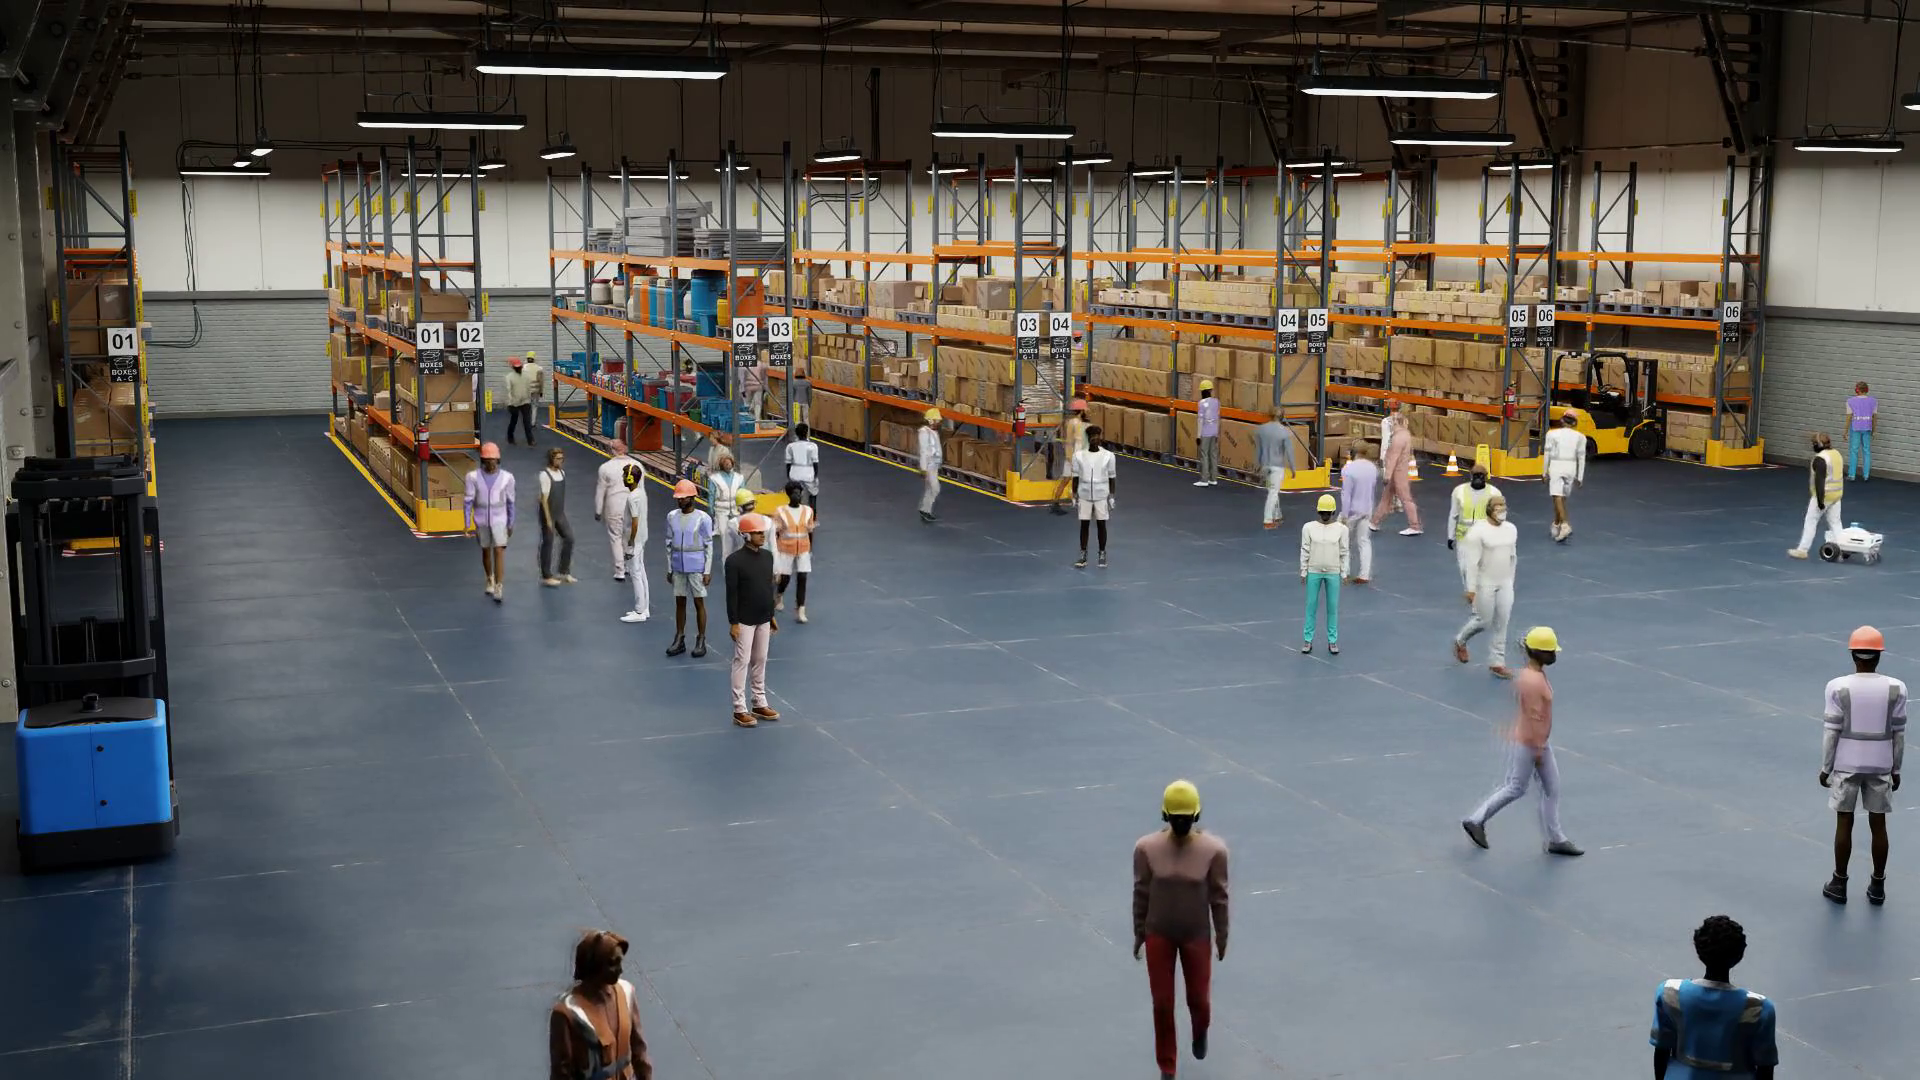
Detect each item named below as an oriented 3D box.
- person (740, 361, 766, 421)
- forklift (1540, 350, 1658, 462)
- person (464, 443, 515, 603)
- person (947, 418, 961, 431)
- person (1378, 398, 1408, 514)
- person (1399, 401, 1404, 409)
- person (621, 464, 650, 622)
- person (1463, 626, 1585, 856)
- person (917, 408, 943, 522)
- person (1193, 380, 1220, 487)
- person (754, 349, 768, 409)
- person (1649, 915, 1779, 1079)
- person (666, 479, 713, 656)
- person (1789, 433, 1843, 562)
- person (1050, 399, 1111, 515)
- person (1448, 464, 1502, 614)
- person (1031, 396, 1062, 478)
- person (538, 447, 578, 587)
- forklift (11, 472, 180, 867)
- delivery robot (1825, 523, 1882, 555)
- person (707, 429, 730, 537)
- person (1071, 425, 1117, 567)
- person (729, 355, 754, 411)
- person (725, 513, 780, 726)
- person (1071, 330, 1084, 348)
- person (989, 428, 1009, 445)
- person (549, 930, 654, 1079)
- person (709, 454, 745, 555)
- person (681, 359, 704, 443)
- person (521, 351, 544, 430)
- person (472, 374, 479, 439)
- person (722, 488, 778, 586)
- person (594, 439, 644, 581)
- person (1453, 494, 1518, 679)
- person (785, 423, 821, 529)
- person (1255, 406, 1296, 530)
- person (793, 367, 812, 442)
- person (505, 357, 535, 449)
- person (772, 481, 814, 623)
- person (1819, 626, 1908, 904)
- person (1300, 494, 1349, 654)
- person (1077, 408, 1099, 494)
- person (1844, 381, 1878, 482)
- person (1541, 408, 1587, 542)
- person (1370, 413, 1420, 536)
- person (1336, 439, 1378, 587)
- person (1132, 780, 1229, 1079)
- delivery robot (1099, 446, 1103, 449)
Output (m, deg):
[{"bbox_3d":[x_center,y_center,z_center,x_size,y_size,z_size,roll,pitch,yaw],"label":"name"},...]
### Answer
[{"bbox_3d":[-4.819,-3.504,48.668,0.632,1.803,0.917,-2,9,-15],"label":"person"},{"bbox_3d":[12.897,-2.725,42.309,2.313,2.155,1.214,-3,9,-21],"label":"forklift"},{"bbox_3d":[-5.903,-0.239,26.331,0.621,1.989,1.097,-1,9,-8],"label":"person"},{"bbox_3d":[-0.138,-3.048,45.409,0.588,1.864,0.635,-1,9,-5],"label":"person"},{"bbox_3d":[7.073,-1.379,34.223,0.584,1.882,0.337,-6,10,-35],"label":"person"},{"bbox_3d":[10.080,-3.422,48.347,0.483,1.737,0.320,8,11,41],"label":"person"},{"bbox_3d":[-3.874,0.029,24.884,0.314,1.869,0.535,1,9,6],"label":"person"},{"bbox_3d":[4.220,1.486,15.629,0.842,1.731,0.534,3,9,21],"label":"person"},{"bbox_3d":[-0.453,-1.179,33.108,0.429,1.811,0.620,2,9,16],"label":"person"},{"bbox_3d":[4.444,-1.924,37.755,0.401,1.917,0.593,8,11,41],"label":"person"},{"bbox_3d":[-4.943,-4.082,52.012,0.601,1.961,0.944,4,9,24],"label":"person"},{"bbox_3d":[3.293,2.470,9.173,0.539,1.700,0.317,5,10,29],"label":"person"},{"bbox_3d":[-2.966,0.300,22.848,0.546,1.939,0.375,3,9,20],"label":"person"},{"bbox_3d":[12.087,-0.607,29.375,0.637,1.807,0.666,-6,11,-37],"label":"person"},{"bbox_3d":[1.927,-1.341,33.992,1.036,1.882,0.546,-3,9,-20],"label":"person"},{"bbox_3d":[6.306,-0.050,25.608,0.625,1.814,0.827,3,9,22],"label":"person"},{"bbox_3d":[1.611,-2.127,39.058,0.601,1.925,0.412,3,9,19],"label":"person"},{"bbox_3d":[-5.236,-0.295,27.172,0.586,1.823,0.521,5,10,28],"label":"person"},{"bbox_3d":[-6.630,0.886,15.957,1.129,2.768,1.873,-3,9,-21],"label":"forklift"},{"bbox_3d":[12.491,0.000,29.269,0.477,0.478,0.707,-8,12,-43],"label":"delivery robot"},{"bbox_3d":[-3.594,-0.872,31.671,0.464,1.623,0.538,-7,11,-41],"label":"person"},{"bbox_3d":[1.858,-0.596,28.836,0.652,1.975,0.532,2,9,11],"label":"person"},{"bbox_3d":[-5.615,-4.158,52.740,0.887,1.891,0.595,0,9,-2],"label":"person"},{"bbox_3d":[-1.958,0.734,19.758,0.373,1.997,0.619,6,11,36],"label":"person"},{"bbox_3d":[3.110,-4.581,55.406,0.353,1.933,0.551,1,9,10],"label":"person"},{"bbox_3d":[0.809,-2.712,43.119,0.713,1.882,0.427,-5,10,-28],"label":"person"},{"bbox_3d":[-1.489,2.506,9.151,0.633,1.617,0.545,5,10,28],"label":"person"},{"bbox_3d":[-3.164,-0.381,28.462,0.521,1.609,0.775,-4,9,-23],"label":"person"},{"bbox_3d":[-5.882,-3.019,45.390,0.516,1.817,0.996,-5,10,-30],"label":"person"},{"bbox_3d":[-9.957,-3.470,48.487,0.601,1.784,0.898,-3,9,-19],"label":"person"},{"bbox_3d":[-10.387,-2.909,44.324,0.587,1.915,0.393,1,9,8],"label":"person"},{"bbox_3d":[-2.340,0.314,23.309,0.608,1.774,0.963,-3,9,-18],"label":"person"},{"bbox_3d":[-4.596,-0.424,27.885,0.673,1.870,0.722,-6,11,-36],"label":"person"},{"bbox_3d":[5.520,0.456,21.900,0.632,1.919,0.708,-4,9,-25],"label":"person"},{"bbox_3d":[-2.383,-0.965,32.130,0.556,1.666,0.768,2,9,13],"label":"person"},{"bbox_3d":[4.963,-1.135,32.526,0.896,1.901,0.654,-8,12,-43],"label":"person"},{"bbox_3d":[-3.458,-2.925,45.361,0.501,1.631,0.286,-2,9,-15],"label":"person"},{"bbox_3d":[-9.378,-2.920,44.350,0.629,1.939,1.025,-7,11,-40],"label":"person"},{"bbox_3d":[-1.989,0.118,24.880,0.545,1.684,0.545,-3,9,-22],"label":"person"},{"bbox_3d":[6.248,1.553,14.526,0.542,1.928,0.374,2,9,10],"label":"person"},{"bbox_3d":[3.998,0.368,22.992,0.523,1.760,0.325,1,9,8],"label":"person"},{"bbox_3d":[2.122,-1.453,35.606,0.505,1.623,0.362,7,11,40],"label":"person"},{"bbox_3d":[16.531,-1.989,38.445,0.563,1.838,0.390,0,9,2],"label":"person"},{"bbox_3d":[9.040,-0.975,31.239,0.638,1.978,1.001,0,9,-3],"label":"person"},{"bbox_3d":[6.560,-1.002,31.792,0.980,1.851,0.674,3,9,17],"label":"person"},{"bbox_3d":[5.107,-0.365,27.340,0.661,1.915,0.728,-6,10,-35],"label":"person"},{"bbox_3d":[1.195,2.122,11.357,0.523,1.752,0.529,1,9,9],"label":"person"},{"bbox_3d":[2.523,-1.747,40.901,0.477,0.478,0.707,-2,9,-16],"label":"delivery robot"}]
